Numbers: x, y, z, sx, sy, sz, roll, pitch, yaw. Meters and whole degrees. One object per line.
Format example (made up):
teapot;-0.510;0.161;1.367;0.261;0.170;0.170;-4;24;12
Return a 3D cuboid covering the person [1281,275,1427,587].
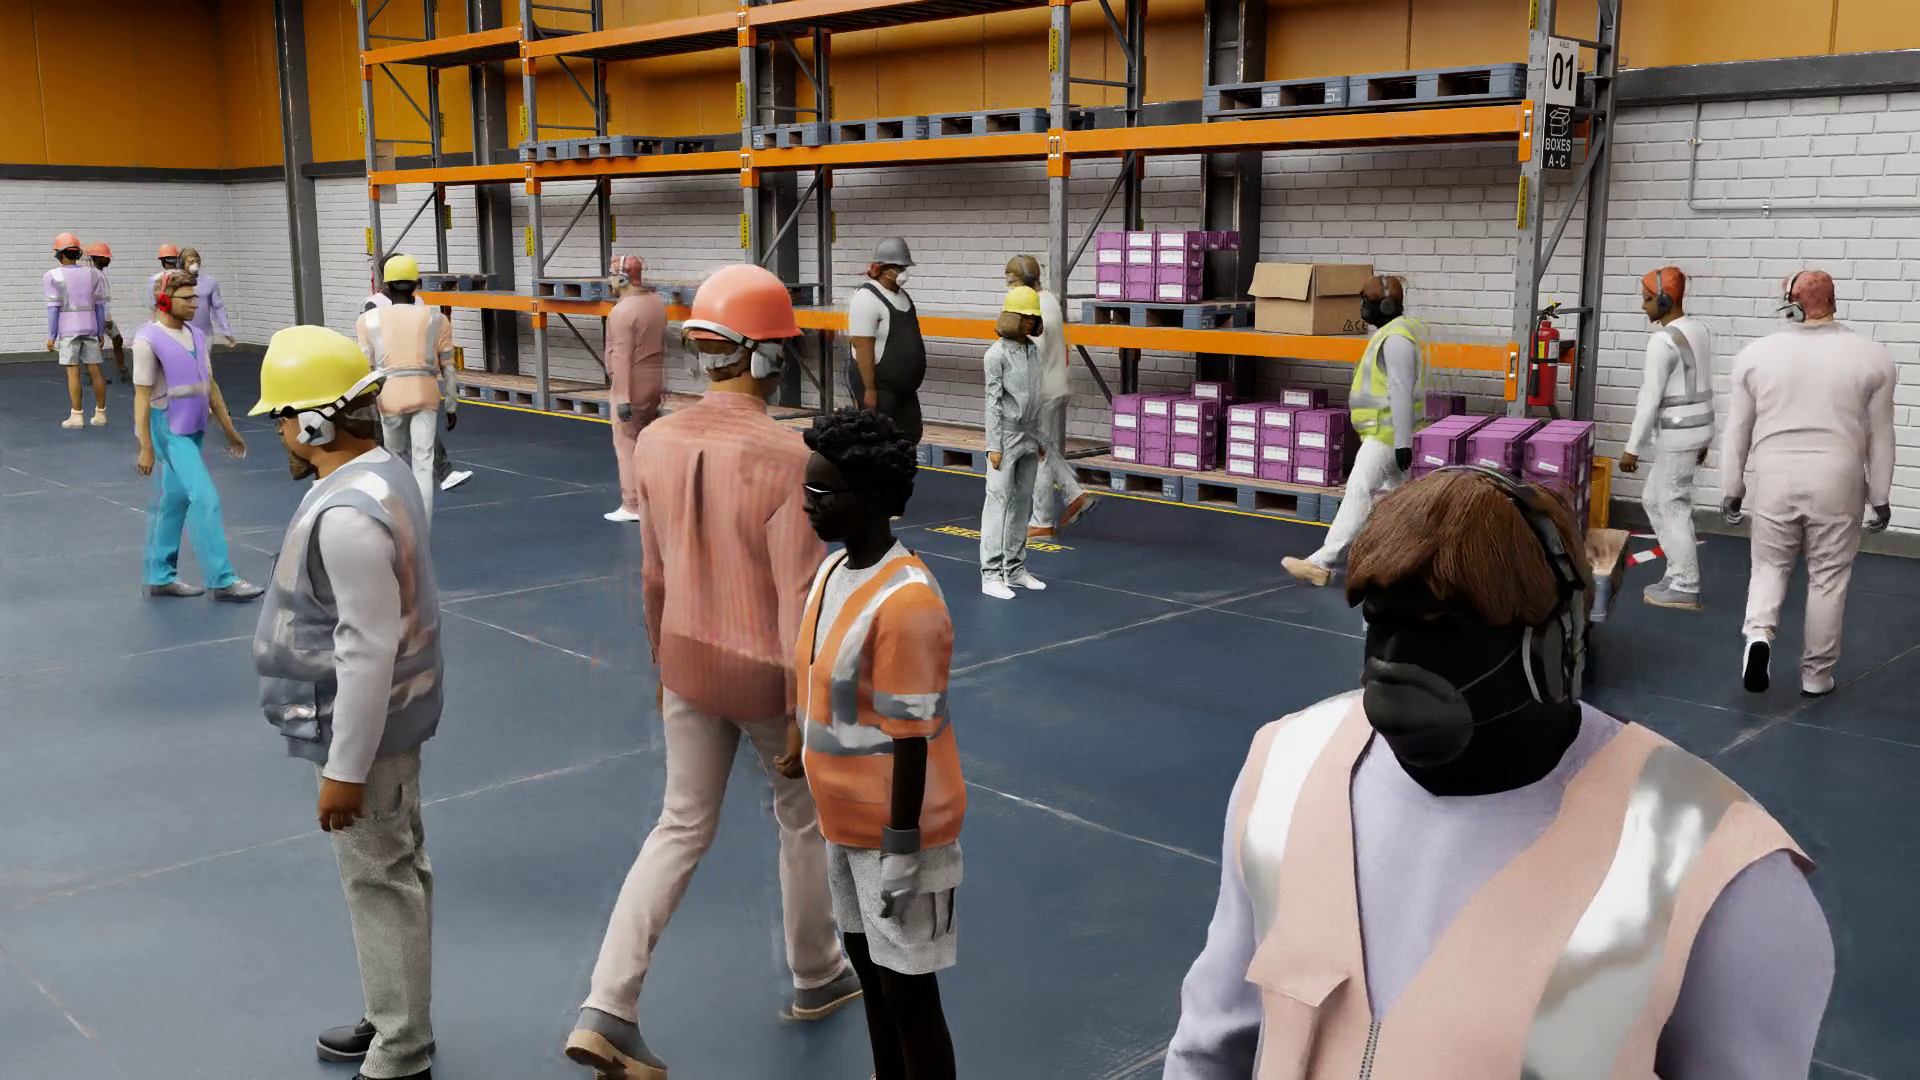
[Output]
person;2.327;-0.604;9.512;0.950;1.788;0.662;3;11;14

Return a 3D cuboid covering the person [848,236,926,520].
person;-0.512;-1.155;11.840;0.545;2.000;0.708;5;11;23

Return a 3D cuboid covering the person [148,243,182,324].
person;-9.472;-2.595;20.023;0.564;1.913;0.725;-9;14;-40

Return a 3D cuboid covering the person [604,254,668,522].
person;-2.241;-1.057;11.702;0.540;1.891;0.662;3;11;17

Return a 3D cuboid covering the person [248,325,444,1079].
person;-1.395;0.423;3.829;0.403;1.824;0.586;-2;11;-13

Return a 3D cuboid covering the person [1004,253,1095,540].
person;0.553;-0.919;10.928;0.514;1.903;0.707;2;11;12

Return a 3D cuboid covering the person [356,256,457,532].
person;-3.627;-0.911;10.938;0.613;1.876;0.986;-4;11;-19

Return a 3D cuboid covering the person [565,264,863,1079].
person;-0.579;0.324;4.004;0.618;1.964;0.955;7;12;33

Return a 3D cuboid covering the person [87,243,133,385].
person;-11.483;-3.043;22.492;0.838;1.905;0.585;-3;11;-18

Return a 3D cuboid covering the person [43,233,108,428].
person;-9.310;-2.195;17.501;0.377;2.045;0.605;7;12;33

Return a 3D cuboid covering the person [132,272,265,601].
person;-4.192;-0.560;9.209;0.827;1.810;0.594;0;10;-1

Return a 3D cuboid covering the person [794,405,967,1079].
person;-0.170;0.567;3.411;0.322;1.689;0.530;-5;11;-24

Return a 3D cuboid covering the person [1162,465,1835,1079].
person;0.417;0.831;1.666;0.926;1.799;0.653;-8;13;-39

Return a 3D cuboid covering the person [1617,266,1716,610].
person;3.827;-0.533;8.969;0.484;1.860;0.612;8;13;39

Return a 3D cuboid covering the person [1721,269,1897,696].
person;3.647;-0.222;7.192;0.671;1.879;0.634;7;13;34

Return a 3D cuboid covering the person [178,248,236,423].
person;-8.265;-2.213;18.061;1.026;1.883;0.648;6;12;31

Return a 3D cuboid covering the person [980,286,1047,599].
person;0.327;-0.550;9.357;0.323;1.740;0.491;8;13;37

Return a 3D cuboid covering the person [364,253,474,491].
person;-4.317;-1.290;13.025;0.978;1.866;0.626;5;12;28
